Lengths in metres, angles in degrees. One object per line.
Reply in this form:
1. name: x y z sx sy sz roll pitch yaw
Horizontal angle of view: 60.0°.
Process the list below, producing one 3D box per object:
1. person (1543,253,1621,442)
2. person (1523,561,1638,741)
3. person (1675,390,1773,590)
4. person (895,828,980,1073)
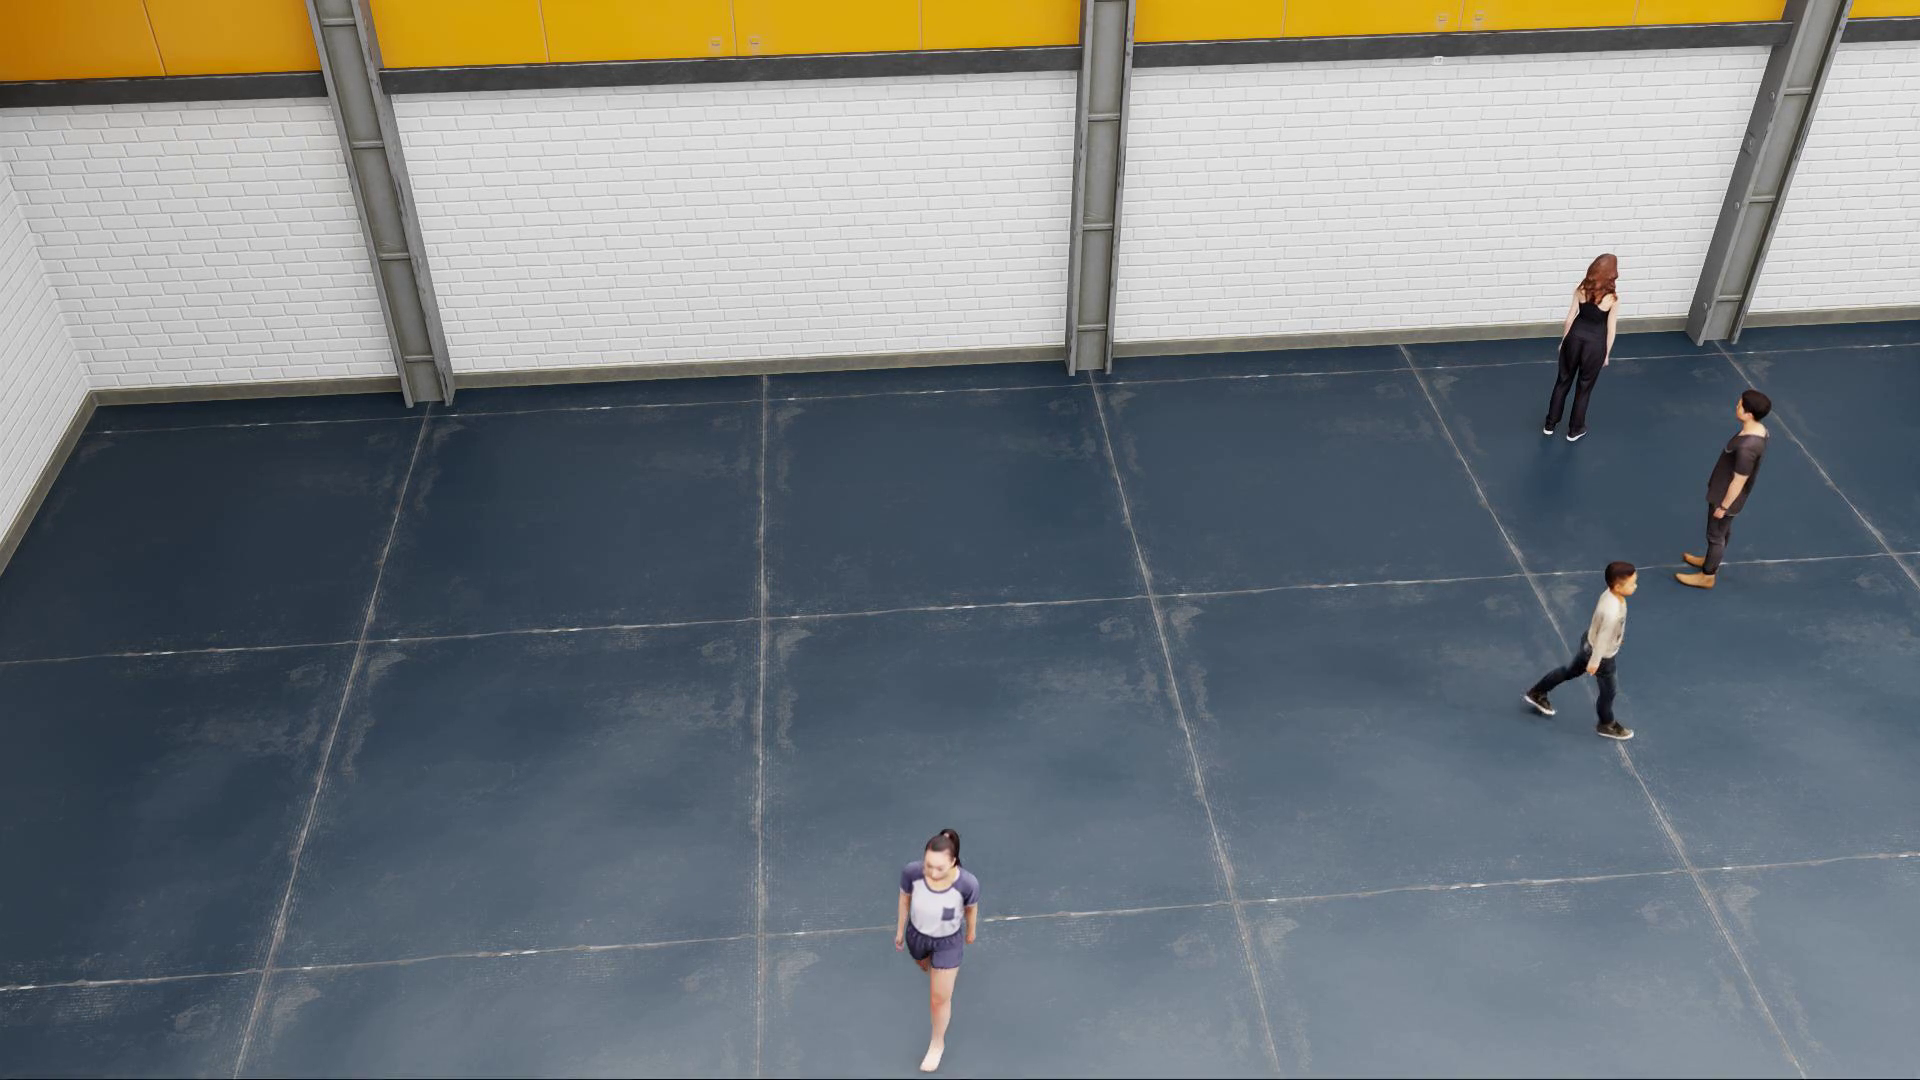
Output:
1. person: 5.284 -1.636 14.086 0.650 1.748 0.726 24 44 27
2. person: 4.293 0.725 11.376 1.062 1.441 0.821 12 40 15
3. person: 5.817 -0.379 12.541 0.734 1.712 0.706 21 43 24
4. person: -0.118 2.188 9.404 1.053 1.616 0.949 13 41 16
